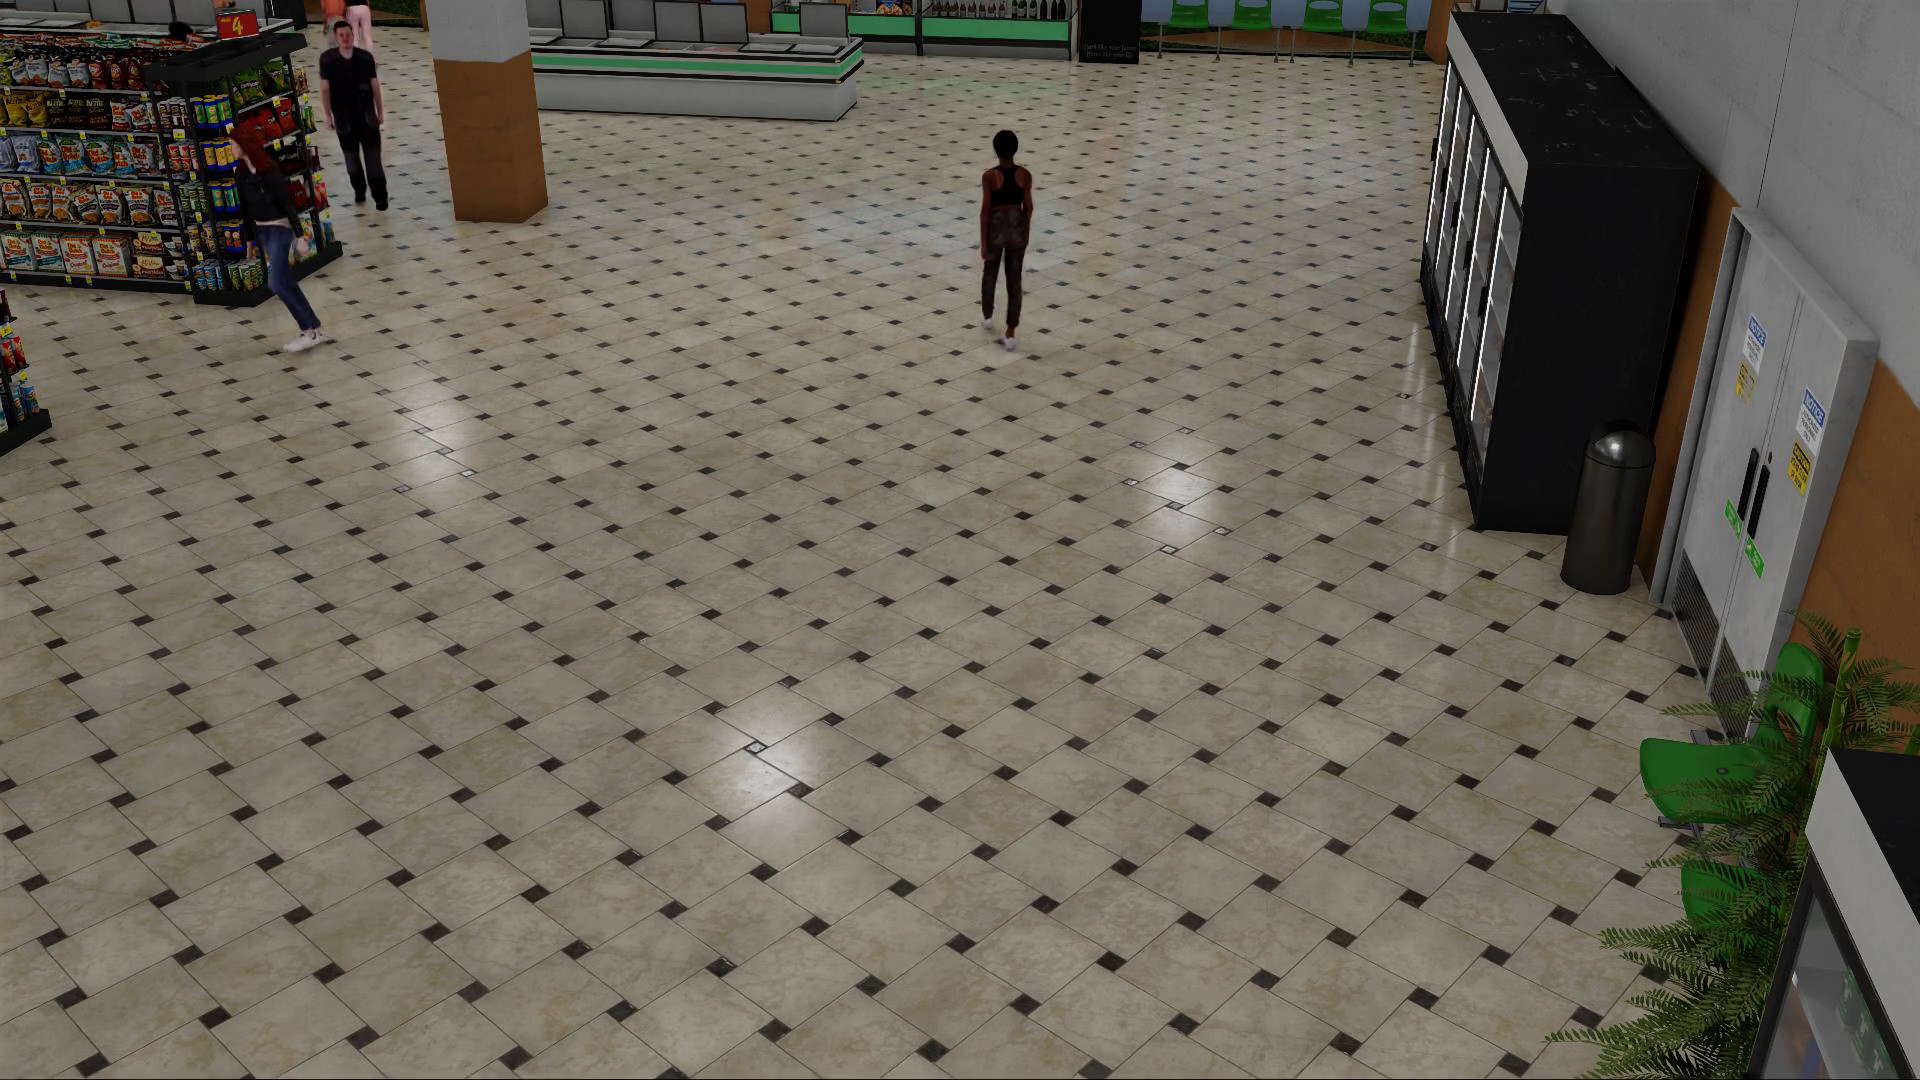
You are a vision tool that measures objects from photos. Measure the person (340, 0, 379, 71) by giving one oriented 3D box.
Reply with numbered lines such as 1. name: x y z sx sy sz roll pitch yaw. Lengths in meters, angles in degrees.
1. person: -8.227 -7.196 22.724 0.611 1.540 0.668 -12 29 -22

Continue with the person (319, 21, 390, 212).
1. person: -6.038 -4.204 16.545 1.240 1.794 1.152 -9 28 -18

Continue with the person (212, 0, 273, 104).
1. person: -9.129 -6.154 20.514 1.178 1.681 0.939 -9 28 -18

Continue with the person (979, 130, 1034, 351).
1. person: 0.371 -2.311 12.944 0.917 1.674 0.808 -2 27 -4

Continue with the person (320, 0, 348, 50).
1. person: -8.487 -7.026 22.663 0.753 1.291 0.805 -21 33 -35

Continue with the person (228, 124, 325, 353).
1. person: -5.233 -2.305 12.851 0.733 1.747 0.842 6 28 12
